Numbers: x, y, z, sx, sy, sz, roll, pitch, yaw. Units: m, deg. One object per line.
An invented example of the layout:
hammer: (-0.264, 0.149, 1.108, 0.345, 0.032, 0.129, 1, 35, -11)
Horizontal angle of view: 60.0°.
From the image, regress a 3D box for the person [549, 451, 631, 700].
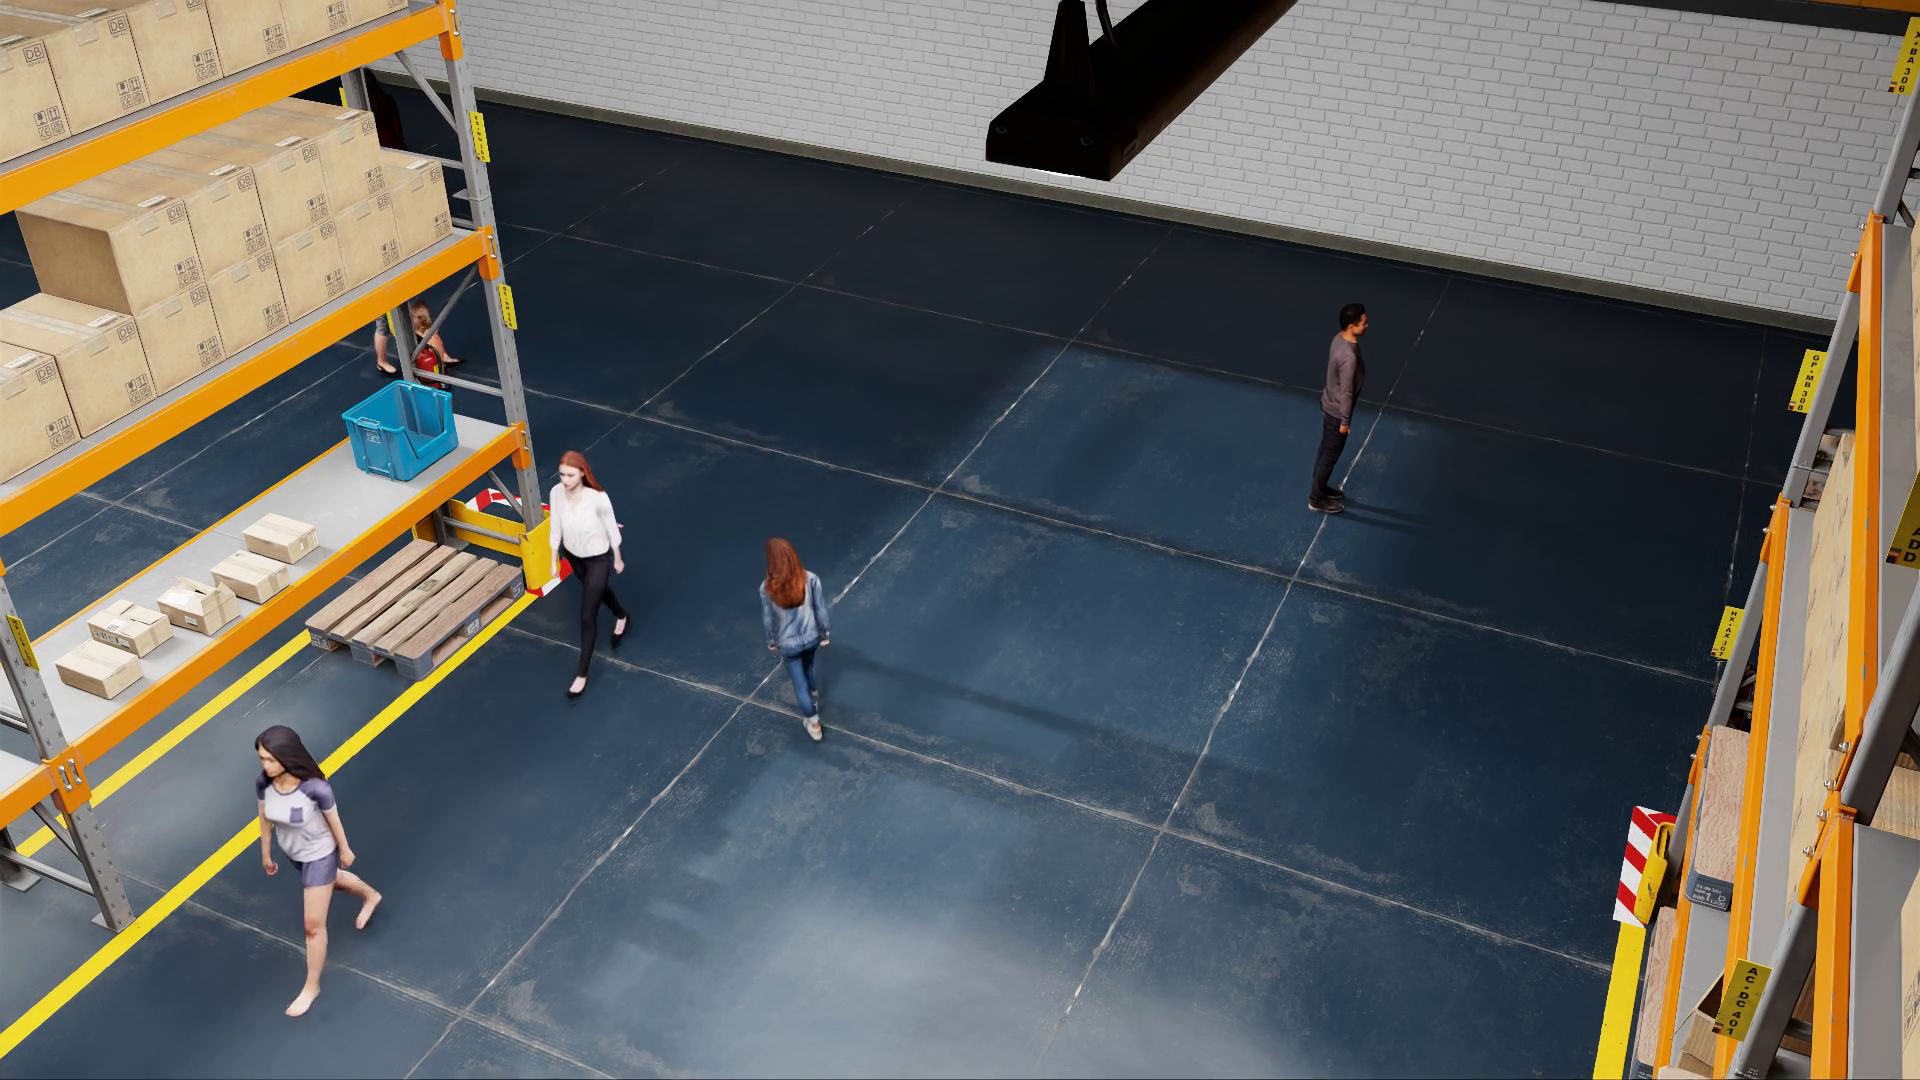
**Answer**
person: (-2.480, 0.131, 11.300, 0.698, 1.696, 1.203, 11, 35, 16)

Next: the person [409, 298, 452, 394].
person: (-4.211, -1.235, 13.424, 0.653, 1.620, 0.779, 21, 39, 28)

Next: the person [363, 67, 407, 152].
person: (-6.113, -4.109, 17.636, 0.766, 1.744, 0.856, -19, 38, -26)

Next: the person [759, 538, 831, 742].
person: (-1.018, 0.669, 10.712, 0.766, 1.451, 0.823, -8, 34, -12)

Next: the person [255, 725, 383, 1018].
person: (-3.479, 1.652, 9.048, 0.699, 1.656, 1.151, 11, 35, 15)

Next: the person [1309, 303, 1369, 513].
person: (2.951, -1.049, 13.013, 0.577, 1.766, 0.751, -29, 43, -36)
